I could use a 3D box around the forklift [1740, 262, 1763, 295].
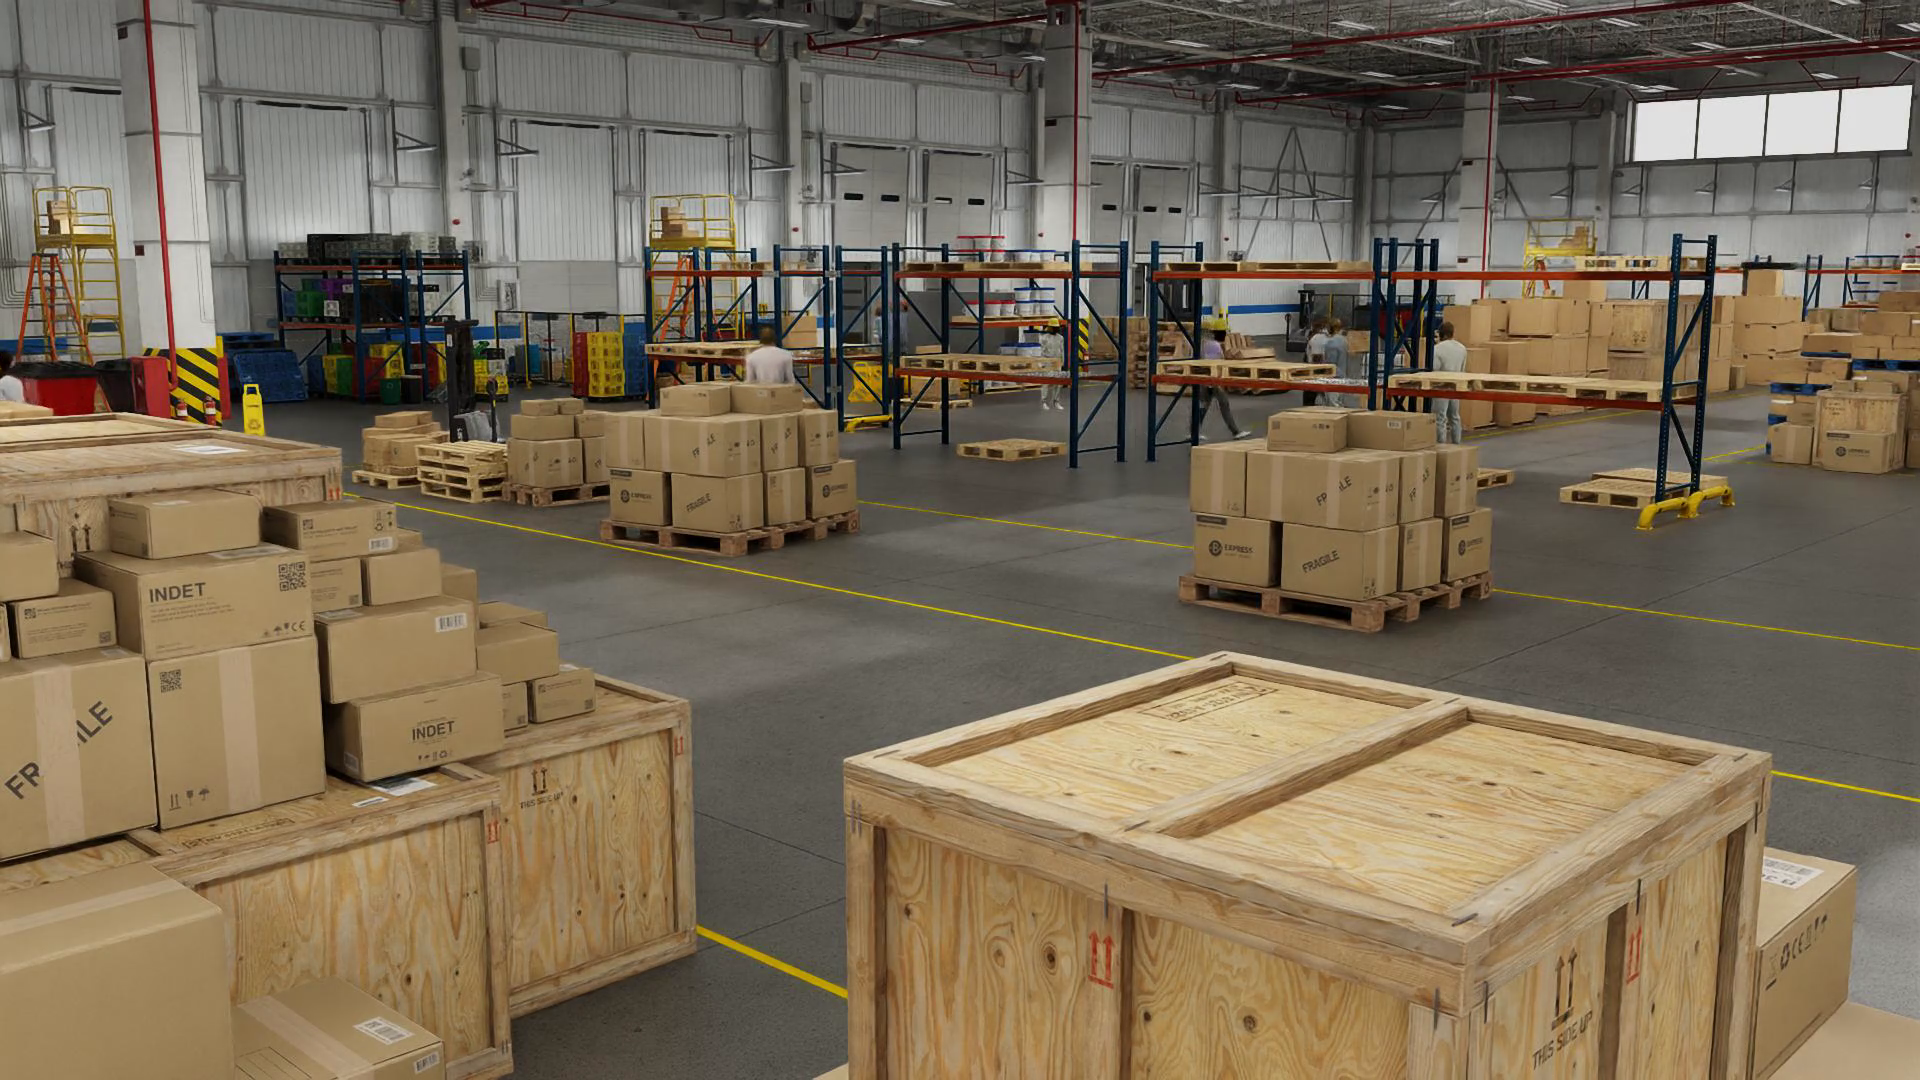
[{"bbox_3d":[20.954,-5.976,44.185,1.873,2.768,1.129,7,12,36],"label":"forklift"}]

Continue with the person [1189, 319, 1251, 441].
[{"bbox_3d":[4.010,-2.462,25.705,0.974,1.870,0.609,1,9,6],"label":"person"}]

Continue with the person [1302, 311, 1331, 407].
[{"bbox_3d":[5.860,-2.708,26.714,0.938,2.000,0.690,8,12,40],"label":"person"}]

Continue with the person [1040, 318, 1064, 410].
[{"bbox_3d":[1.752,-3.320,31.407,0.485,1.736,0.321,-4,10,-25],"label":"person"}]

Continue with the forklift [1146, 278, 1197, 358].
[{"bbox_3d":[6.369,-6.425,46.935,1.873,2.768,1.129,9,13,43],"label":"forklift"}]

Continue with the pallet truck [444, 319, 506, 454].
[{"bbox_3d":[-6.981,-1.942,22.150,1.885,1.965,0.823,1,9,9],"label":"pallet truck"}]

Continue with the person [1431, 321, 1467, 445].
[{"bbox_3d":[6.775,-2.074,23.188,0.624,1.931,0.378,-5,11,-29],"label":"person"}]

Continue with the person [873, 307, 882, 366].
[{"bbox_3d":[-2.170,-5.388,44.408,0.313,1.633,0.519,-1,9,-7],"label":"person"}]

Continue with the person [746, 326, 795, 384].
[{"bbox_3d":[-2.516,-1.859,21.924,0.637,1.913,0.844,2,10,14],"label":"person"}]

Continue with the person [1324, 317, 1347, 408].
[{"bbox_3d":[5.732,-2.445,25.462,0.367,1.932,0.623,5,10,26],"label":"person"}]

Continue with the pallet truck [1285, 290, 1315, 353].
[{"bbox_3d":[11.297,-6.951,52.861,1.885,1.965,0.823,-5,11,-29],"label":"pallet truck"}]

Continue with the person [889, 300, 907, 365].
[{"bbox_3d":[-1.416,-5.021,41.312,0.648,1.908,0.559,-7,12,-37],"label":"person"}]

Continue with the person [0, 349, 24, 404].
[{"bbox_3d":[-9.877,-1.087,17.422,0.855,1.845,0.533,0,9,-1],"label":"person"}]
